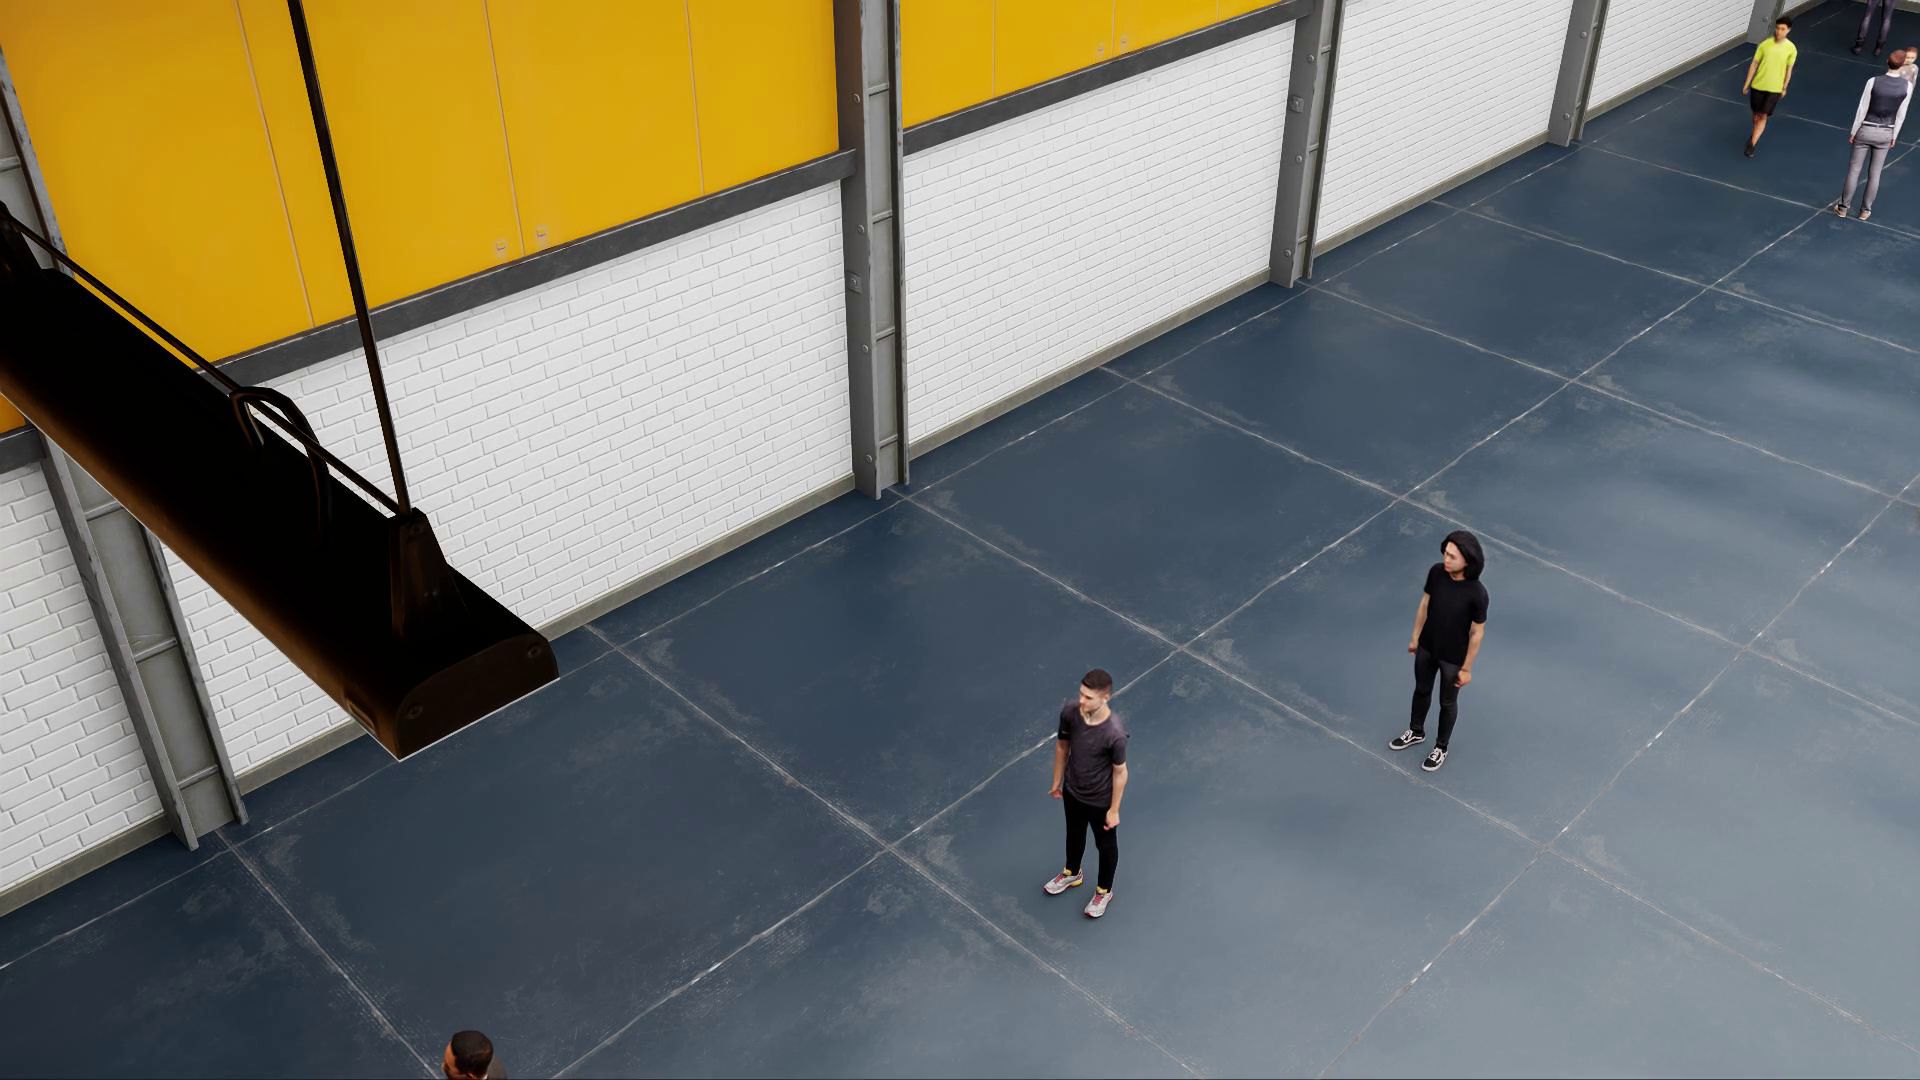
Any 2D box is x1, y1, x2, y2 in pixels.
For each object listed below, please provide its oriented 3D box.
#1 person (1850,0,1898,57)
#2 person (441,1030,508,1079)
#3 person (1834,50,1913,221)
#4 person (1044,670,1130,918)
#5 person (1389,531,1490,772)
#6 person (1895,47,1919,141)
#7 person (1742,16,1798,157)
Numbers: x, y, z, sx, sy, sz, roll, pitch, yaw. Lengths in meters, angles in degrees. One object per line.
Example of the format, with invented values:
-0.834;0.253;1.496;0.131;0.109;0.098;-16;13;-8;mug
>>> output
13.360;-7.951;24.026;0.749;1.833;0.750;10;35;15;person
-2.158;2.910;7.711;0.712;1.805;0.757;-11;35;-16;person
10.403;-4.616;18.914;0.730;1.937;0.703;14;36;19;person
0.785;1.486;9.892;0.651;1.763;0.543;26;41;33;person
3.214;0.704;11.003;0.552;1.835;0.667;-23;40;-30;person
11.985;-5.712;21.235;0.536;1.193;0.556;12;35;17;person
10.101;-5.696;20.787;0.749;1.663;1.146;22;39;29;person
